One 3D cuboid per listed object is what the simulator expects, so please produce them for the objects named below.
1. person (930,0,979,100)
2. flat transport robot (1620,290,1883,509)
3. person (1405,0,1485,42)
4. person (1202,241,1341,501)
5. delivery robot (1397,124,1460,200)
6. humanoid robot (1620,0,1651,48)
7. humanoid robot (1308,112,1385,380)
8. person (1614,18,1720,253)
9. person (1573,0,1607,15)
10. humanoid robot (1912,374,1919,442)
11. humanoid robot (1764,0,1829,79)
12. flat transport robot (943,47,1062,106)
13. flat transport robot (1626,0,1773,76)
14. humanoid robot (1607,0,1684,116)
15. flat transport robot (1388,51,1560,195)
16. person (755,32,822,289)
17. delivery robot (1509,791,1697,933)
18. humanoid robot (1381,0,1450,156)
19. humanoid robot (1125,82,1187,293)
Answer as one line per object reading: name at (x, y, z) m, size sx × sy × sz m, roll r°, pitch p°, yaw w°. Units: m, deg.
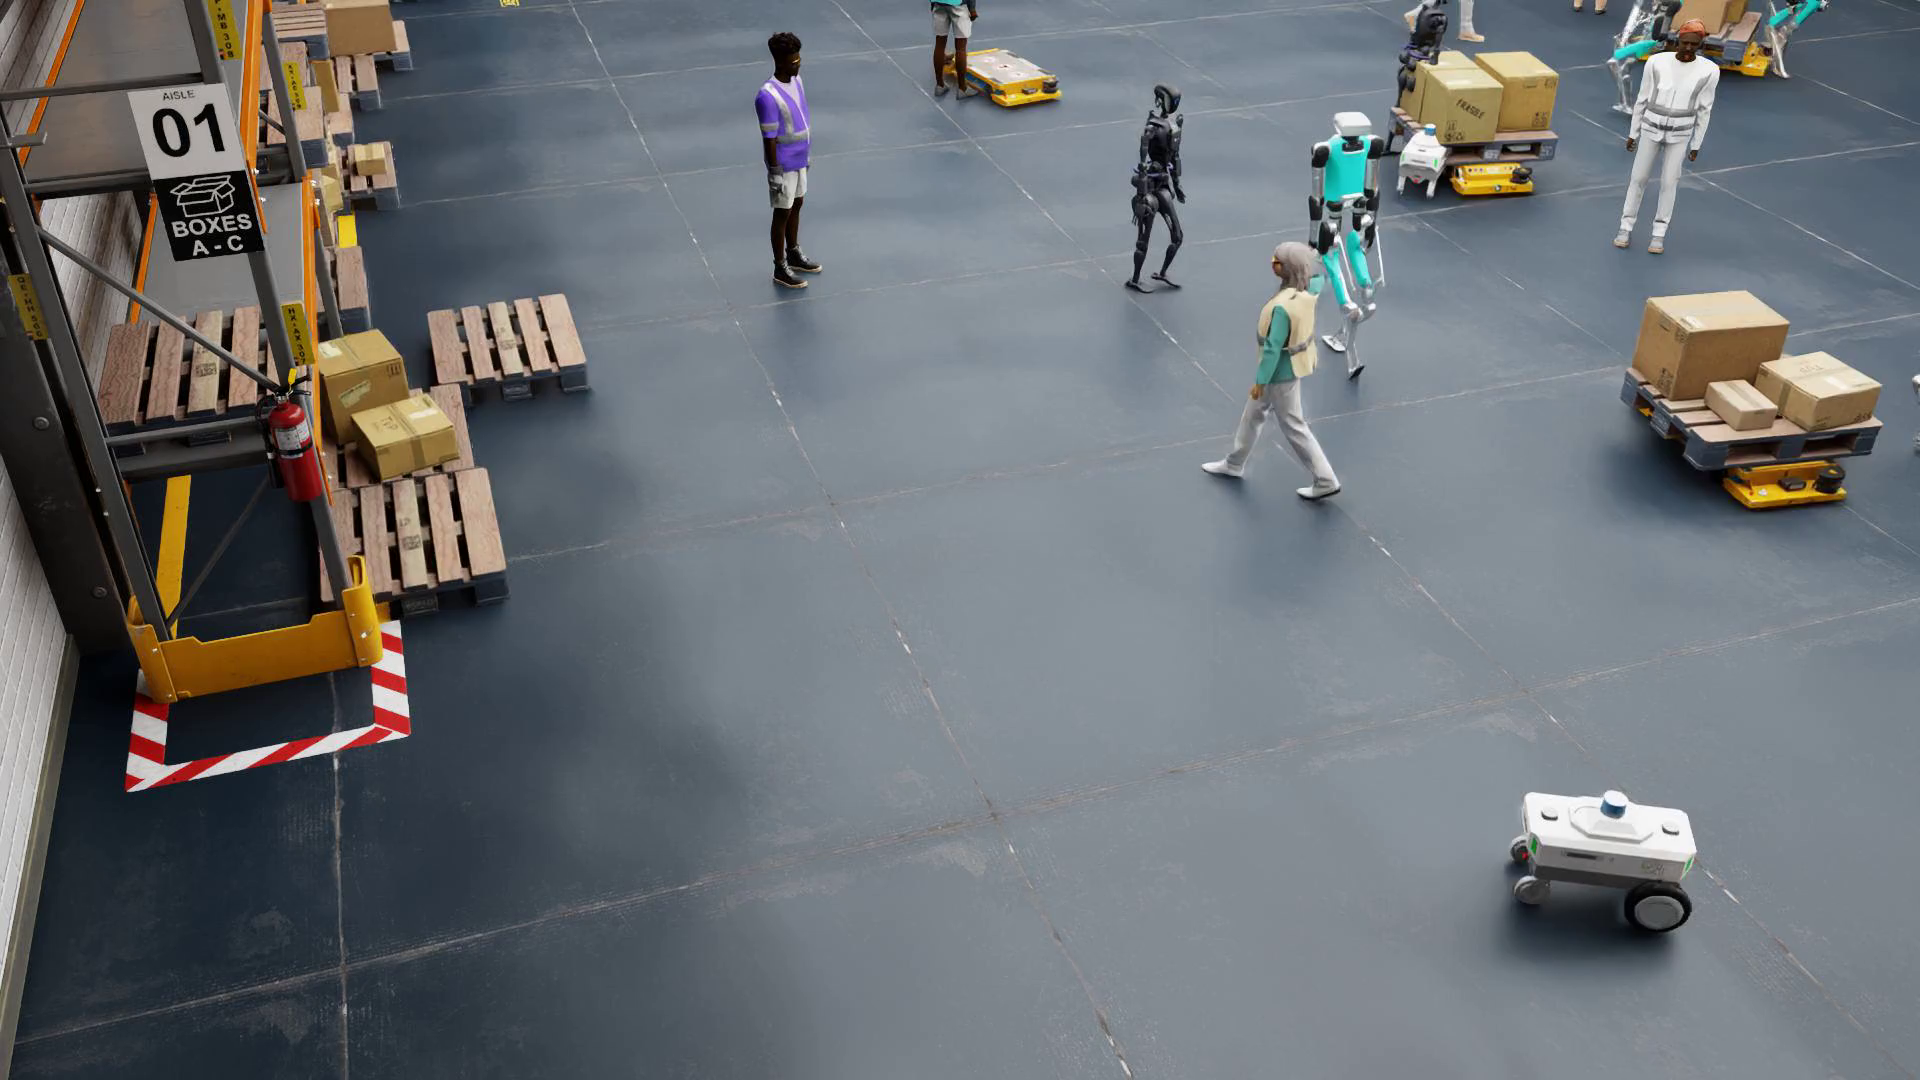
person at (-0.088, -5.367, 16.561) m, size 0.547 × 1.940 × 0.419 m, roll 17°, pitch 37°, yaw 24°
flat transport robot at (5.077, -0.664, 10.877) m, size 0.659 × 0.231 × 1.431 m, roll -6°, pitch 34°, yaw -8°
person at (5.456, -6.441, 18.299) m, size 0.844 × 1.850 × 0.475 m, roll 15°, pitch 36°, yaw 22°
person at (1.992, -1.019, 10.136) m, size 0.887 × 1.669 × 0.479 m, roll 13°, pitch 35°, yaw 19°
delivery robot at (4.164, -3.410, 14.832) m, size 0.499 × 0.601 × 0.775 m, roll 15°, pitch 36°, yaw 21°
humanoid robot at (7.455, -6.117, 17.886) m, size 0.541 × 1.781 × 0.667 m, roll 18°, pitch 37°, yaw 26°
humanoid robot at (2.786, -1.991, 11.620) m, size 0.549 × 1.827 × 0.886 m, roll -10°, pitch 34°, yaw -14°
person at (5.673, -3.243, 13.362) m, size 0.573 × 1.880 × 0.361 m, roll 16°, pitch 36°, yaw 22°
person at (7.457, -6.963, 19.256) m, size 0.471 × 1.669 × 0.390 m, roll 18°, pitch 37°, yaw 26°
humanoid robot at (6.407, -1.275, 10.485) m, size 0.774 × 1.798 × 0.574 m, roll -8°, pitch 34°, yaw -12°
humanoid robot at (8.671, -5.631, 17.232) m, size 0.538 × 1.880 × 0.668 m, roll -9°, pitch 34°, yaw -14°
flat transport robot at (0.415, -4.817, 17.247) m, size 0.659 × 0.231 × 1.431 m, roll -16°, pitch 36°, yaw -23°
flat transport robot at (7.976, -5.282, 17.960) m, size 1.431 × 0.231 × 0.659 m, roll 17°, pitch 37°, yaw 24°
humanoid robot at (6.641, -4.968, 16.154) m, size 0.723 × 1.814 × 0.531 m, roll 8°, pitch 34°, yaw 13°
flat transport robot at (4.654, -3.512, 15.244) m, size 0.659 × 0.231 × 1.431 m, roll -4°, pitch 33°, yaw -6°
person at (-1.319, -2.928, 12.798) m, size 0.361 × 1.963 × 0.612 m, roll 10°, pitch 35°, yaw 15°
delivery robot at (2.895, 1.384, 7.471) m, size 0.795 × 0.592 × 0.499 m, roll 6°, pitch 34°, yaw 9°
humanoid robot at (4.182, -4.288, 15.154) m, size 0.508 × 1.633 × 0.612 m, roll -4°, pitch 33°, yaw -6°
humanoid robot at (1.497, -2.670, 12.660) m, size 0.385 × 1.647 × 0.611 m, roll 23°, pitch 39°, yaw 31°
